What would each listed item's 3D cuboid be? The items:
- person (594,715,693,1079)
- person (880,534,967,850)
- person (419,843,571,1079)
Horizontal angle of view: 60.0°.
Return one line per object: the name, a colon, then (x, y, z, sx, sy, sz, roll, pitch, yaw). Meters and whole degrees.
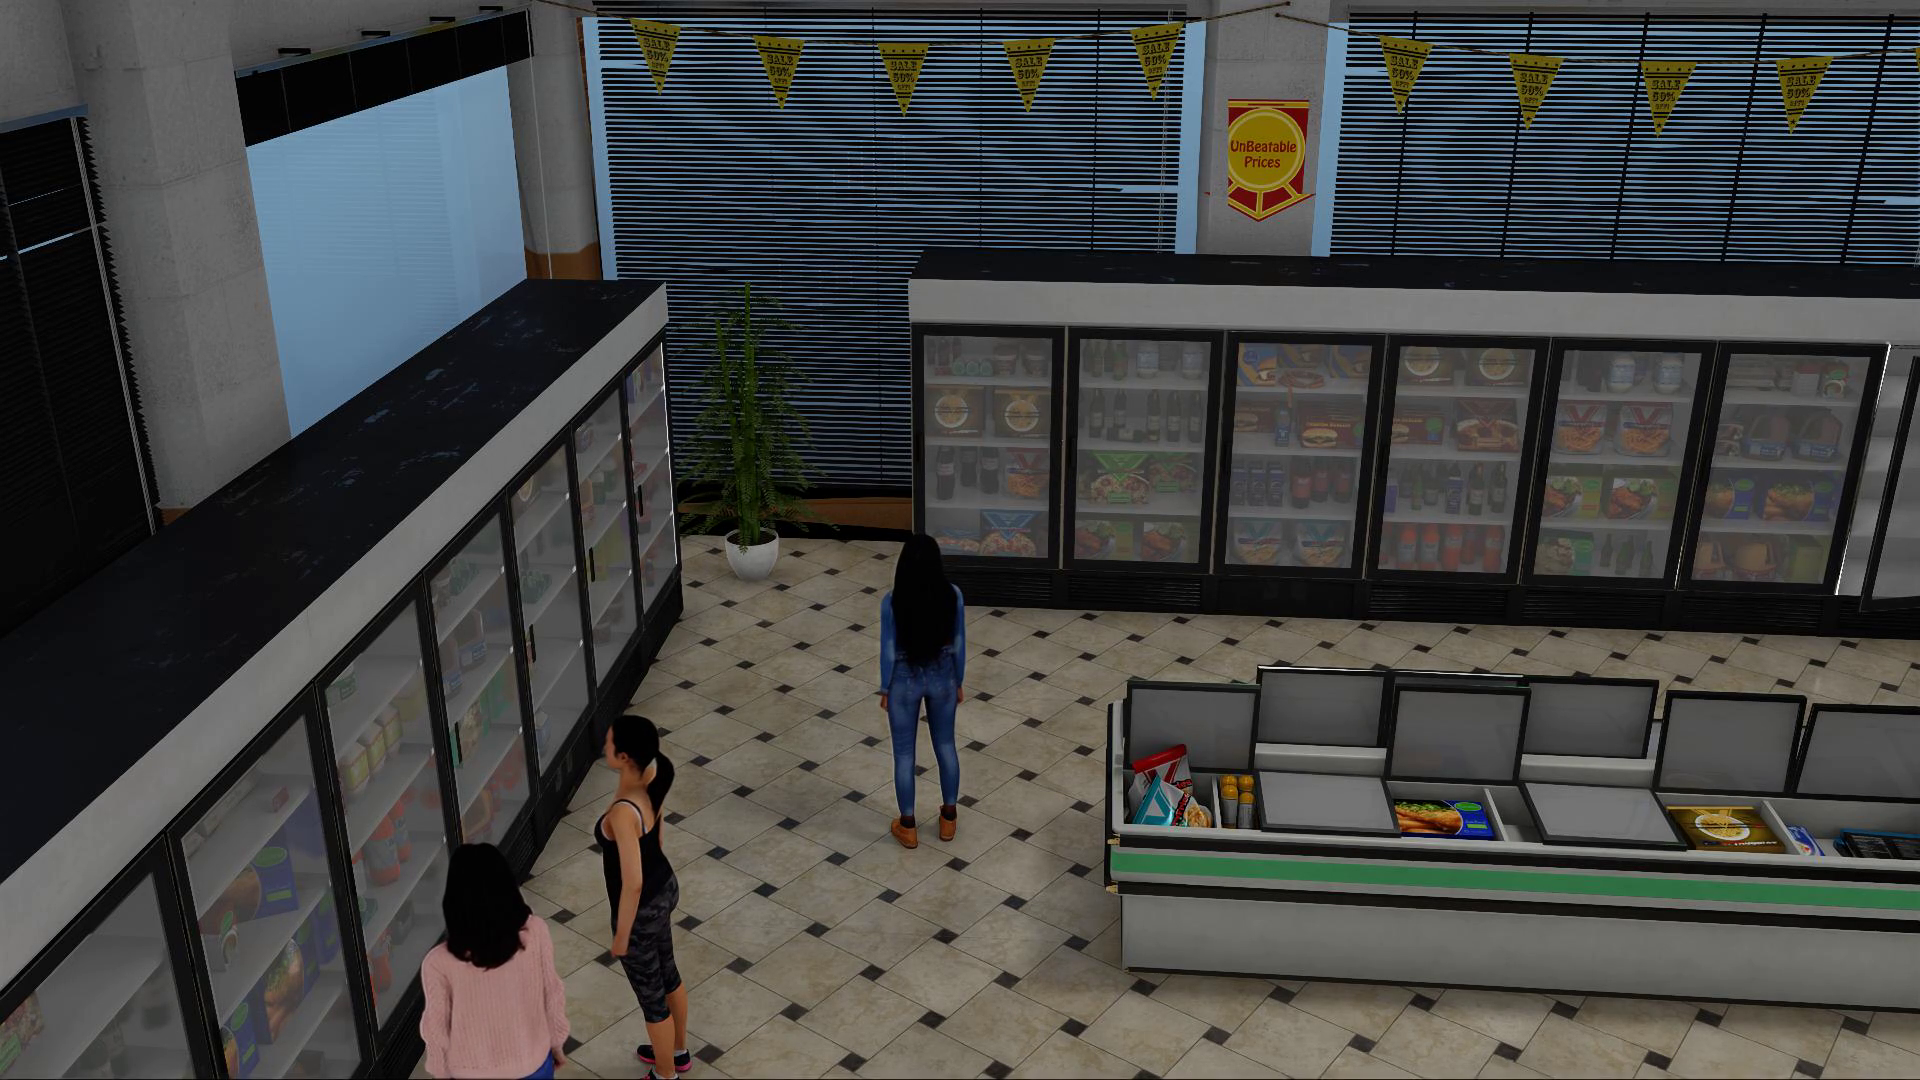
person: (-1.258, 1.476, 6.689, 0.556, 1.730, 0.588, 4, 22, 9)
person: (-0.187, 0.767, 8.478, 0.574, 1.713, 0.724, -6, 23, -15)
person: (-1.586, 1.835, 5.745, 0.679, 1.768, 0.792, -11, 24, -26)
